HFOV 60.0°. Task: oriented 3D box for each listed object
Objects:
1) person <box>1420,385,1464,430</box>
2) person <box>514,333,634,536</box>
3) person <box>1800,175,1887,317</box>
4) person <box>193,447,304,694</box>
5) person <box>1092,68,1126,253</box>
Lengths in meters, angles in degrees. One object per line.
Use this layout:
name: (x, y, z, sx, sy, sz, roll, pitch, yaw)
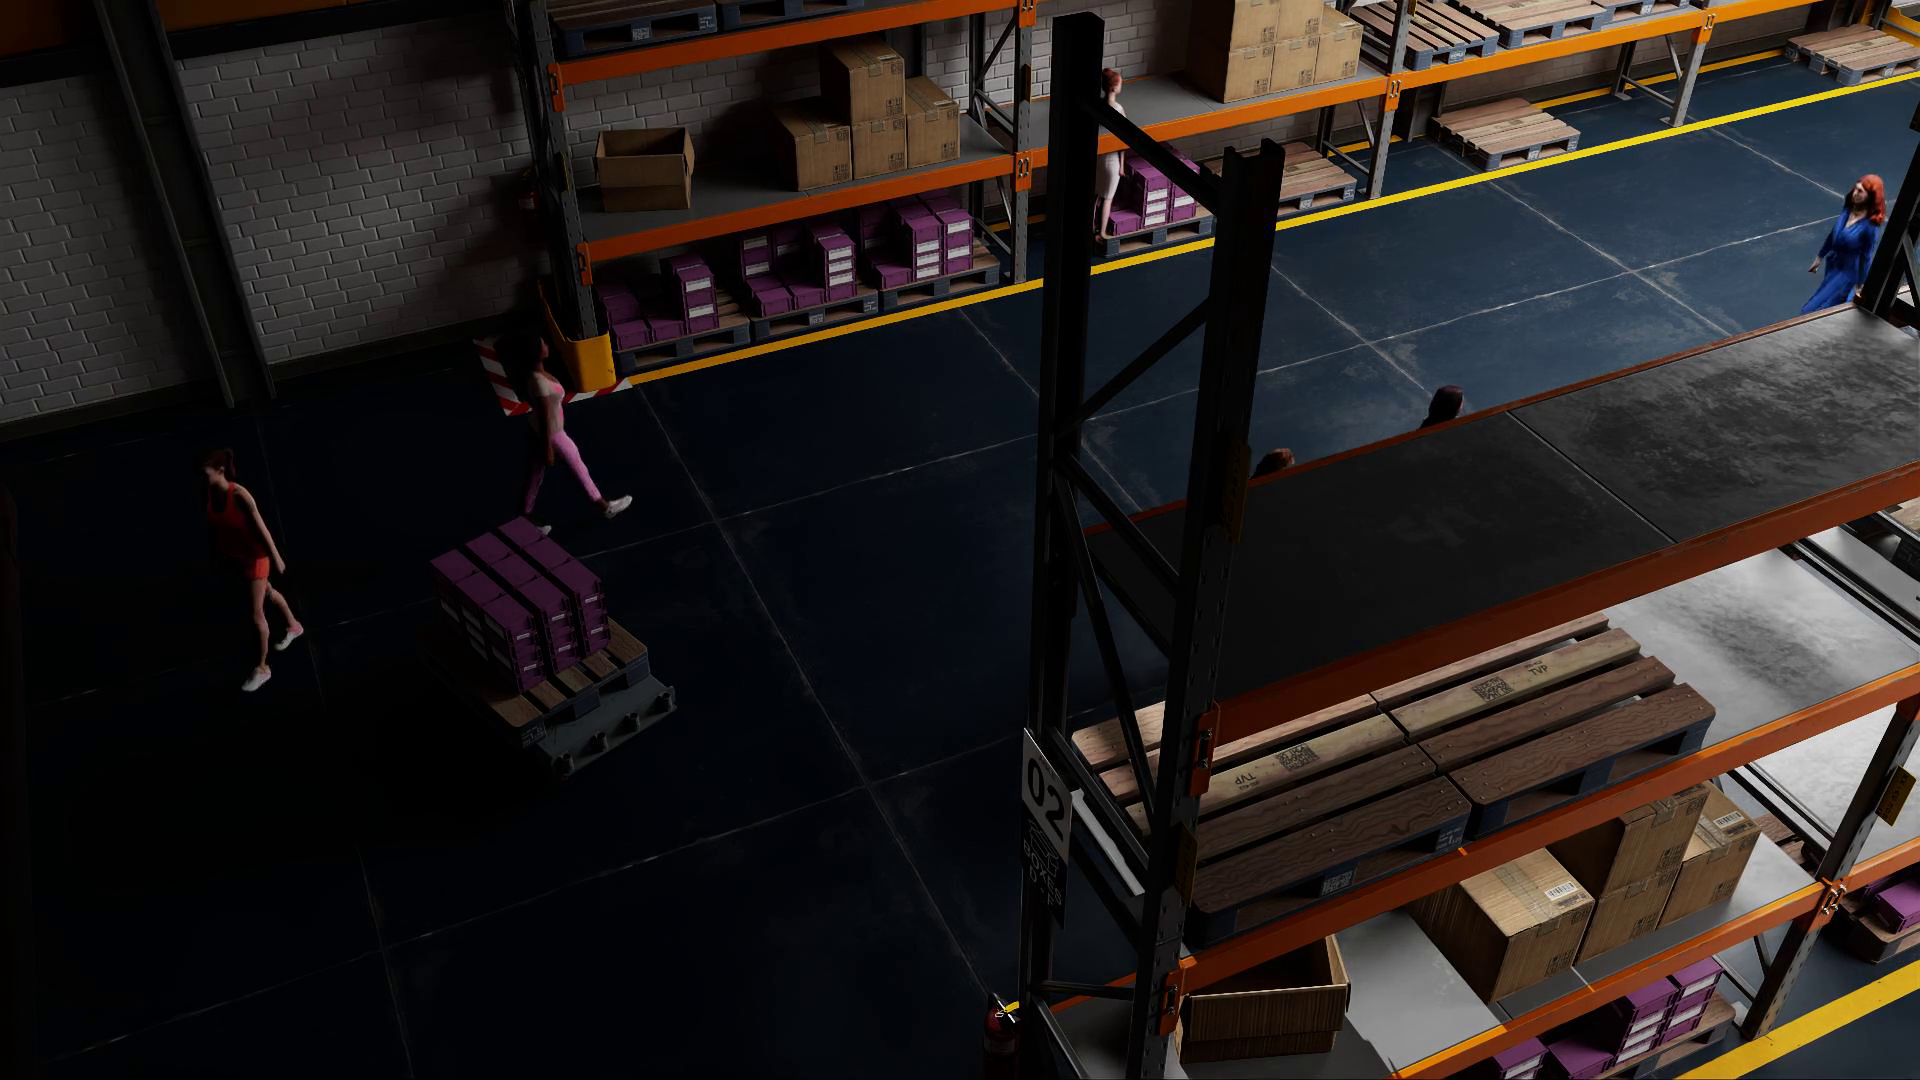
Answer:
person: (3.192, -0.340, 11.619, 1.169, 1.565, 0.791, -6, 39, -8)
person: (-3.055, -0.695, 11.956, 1.134, 1.699, 0.693, -21, 43, -24)
person: (7.338, -2.149, 13.711, 1.223, 1.781, 0.908, -3, 39, -4)
person: (-4.639, 0.071, 10.974, 0.955, 1.727, 1.033, 15, 41, 17)
person: (1.335, -3.520, 15.418, 0.552, 1.793, 0.587, -24, 44, -27)
